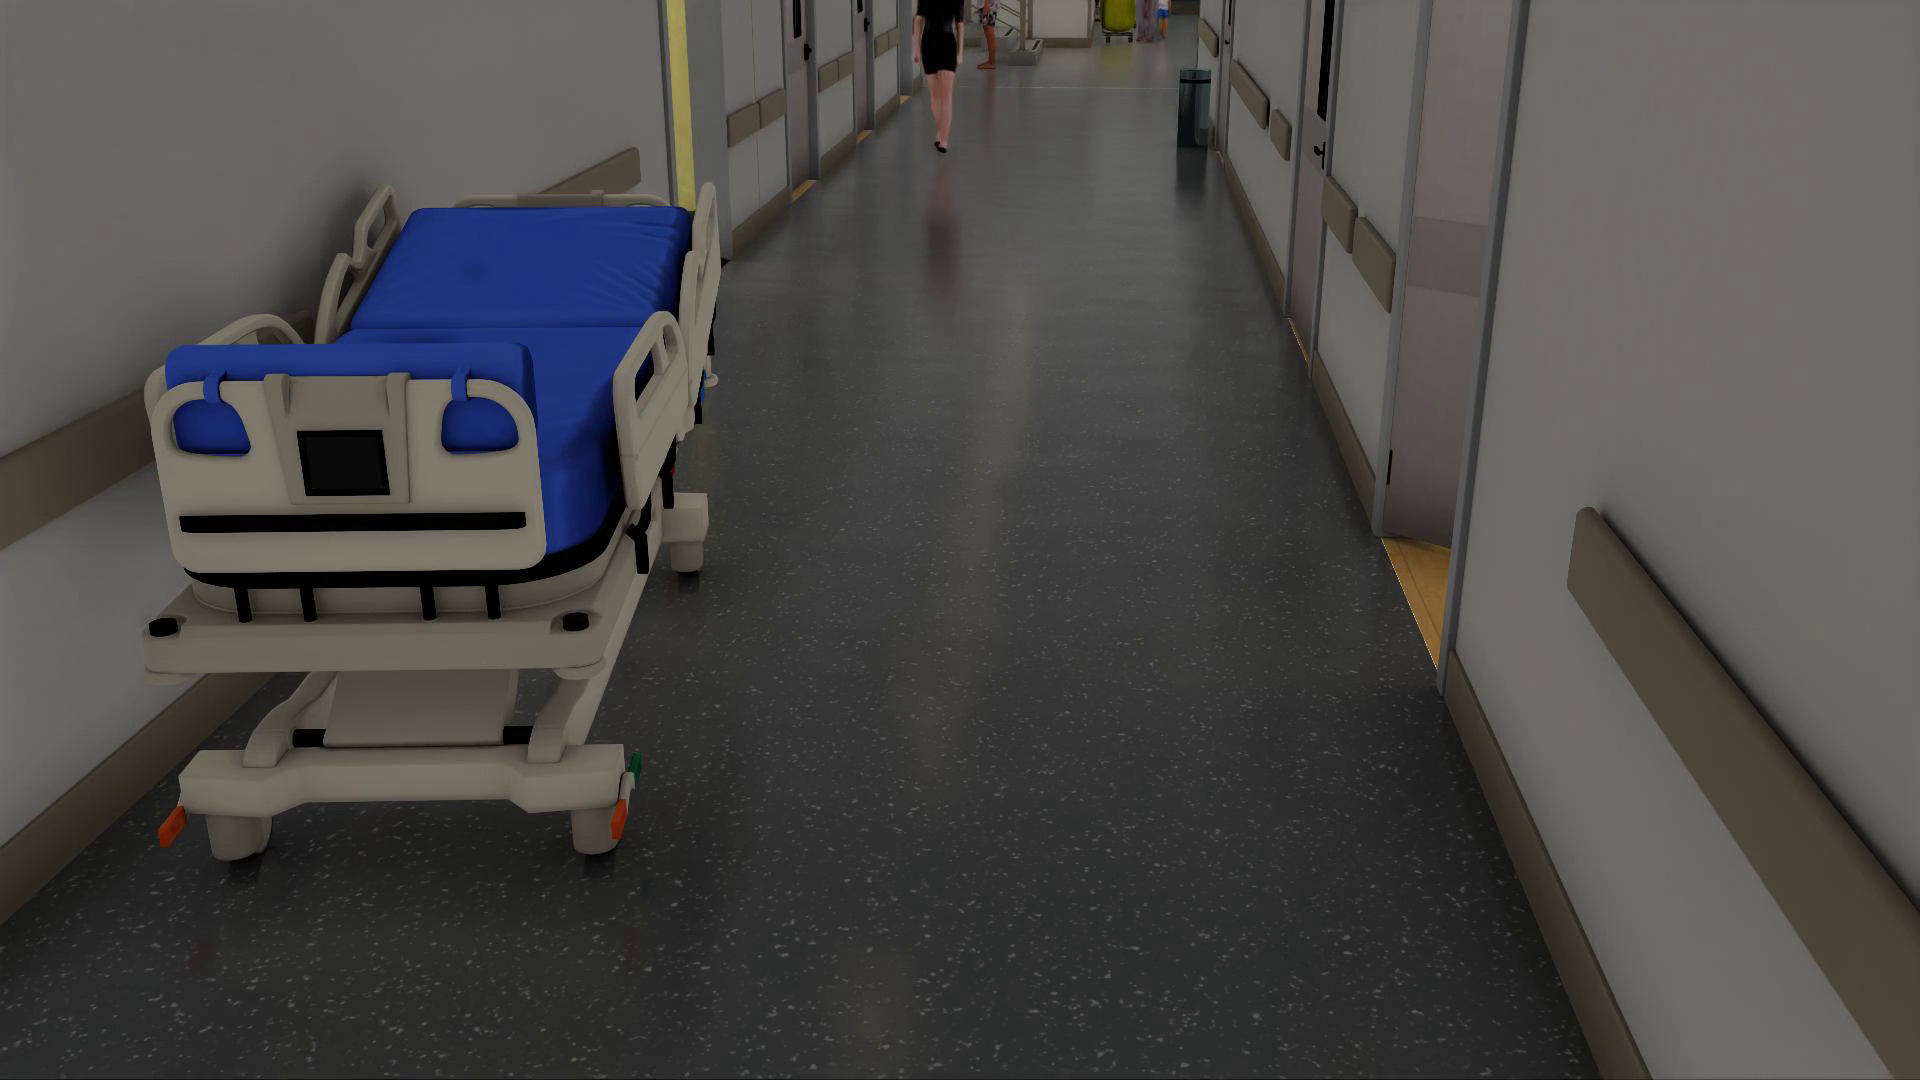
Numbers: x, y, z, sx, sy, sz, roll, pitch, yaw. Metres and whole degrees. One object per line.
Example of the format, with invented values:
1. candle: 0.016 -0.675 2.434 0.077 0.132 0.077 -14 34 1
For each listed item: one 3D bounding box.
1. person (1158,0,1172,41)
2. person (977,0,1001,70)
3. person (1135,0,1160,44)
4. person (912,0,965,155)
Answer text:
1. person: 3.572 -9.345 29.304 0.489 1.011 0.509 3 21 7
2. person: 0.421 -7.729 23.901 0.546 1.816 0.659 1 21 4
3. person: 3.264 -9.454 28.586 0.636 1.723 0.775 5 21 14
4. person: -0.192 -4.477 15.369 1.112 1.777 0.694 3 21 7
